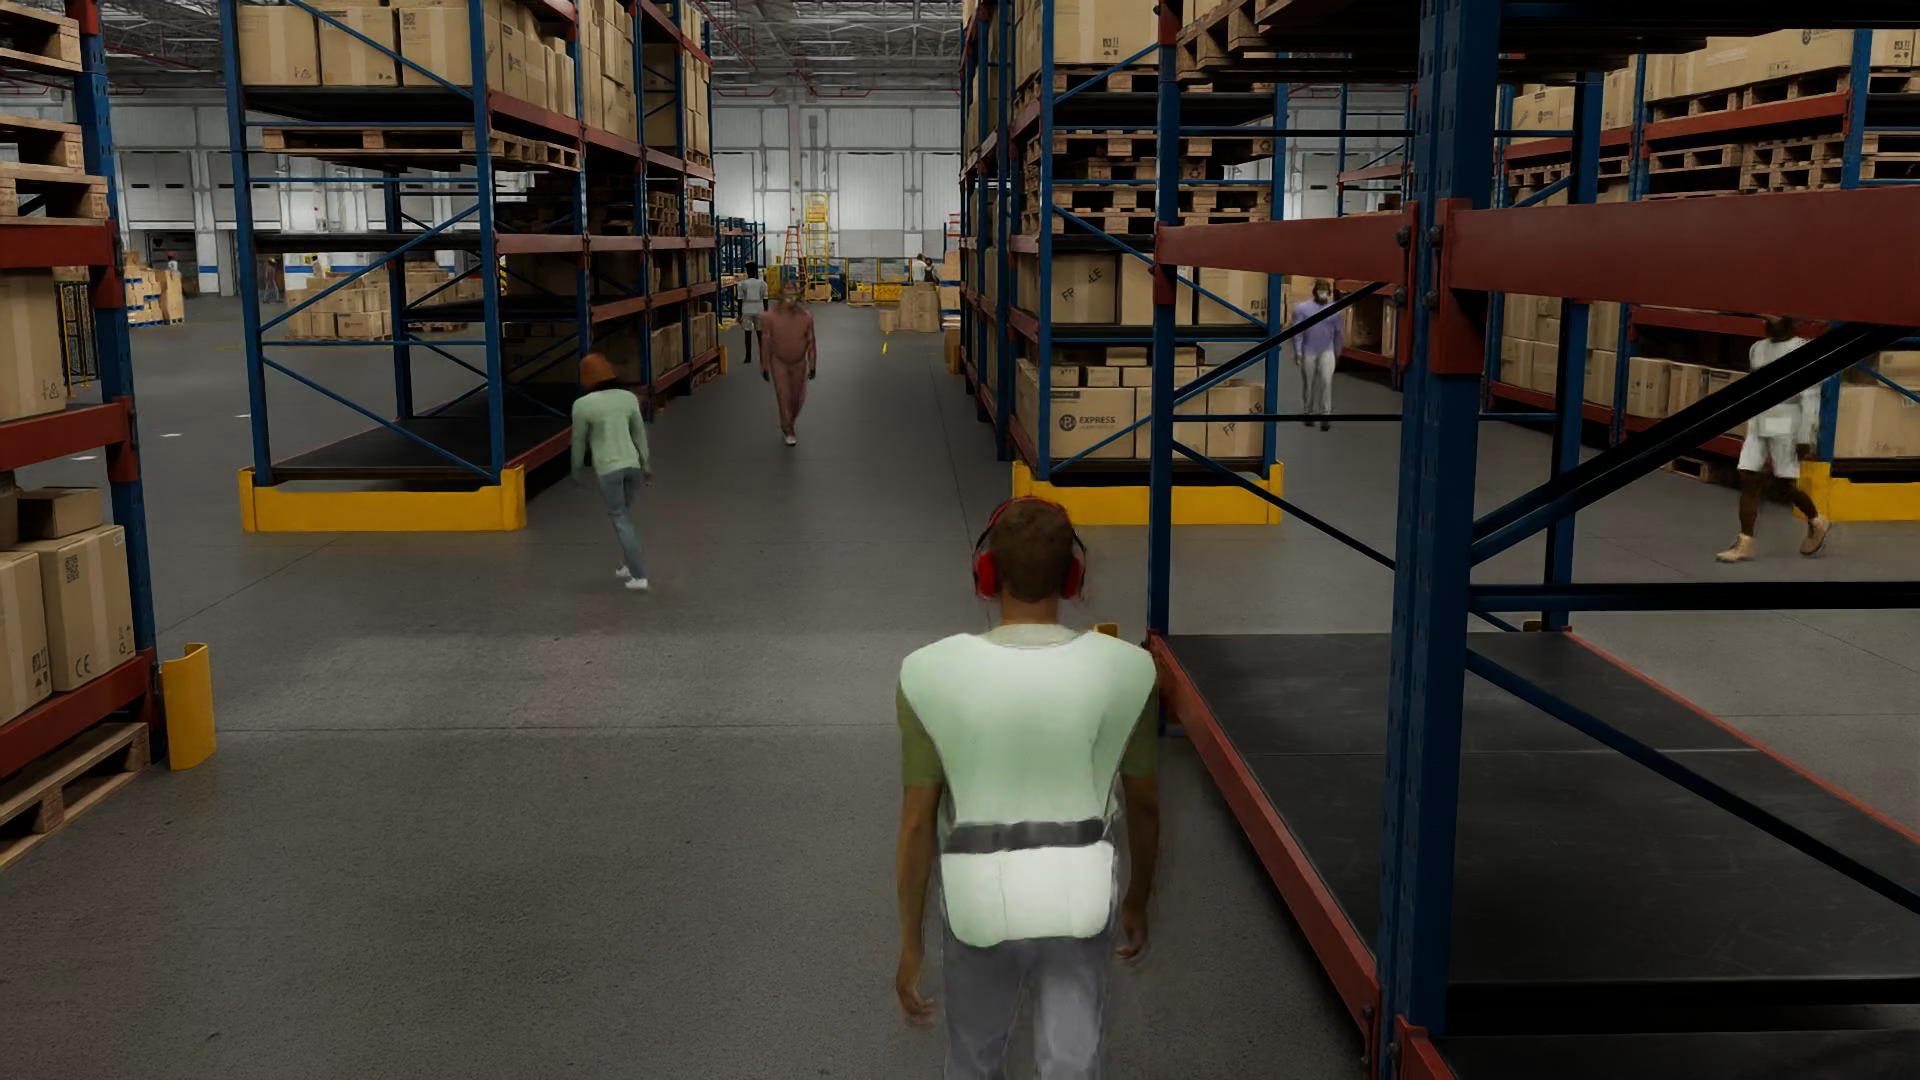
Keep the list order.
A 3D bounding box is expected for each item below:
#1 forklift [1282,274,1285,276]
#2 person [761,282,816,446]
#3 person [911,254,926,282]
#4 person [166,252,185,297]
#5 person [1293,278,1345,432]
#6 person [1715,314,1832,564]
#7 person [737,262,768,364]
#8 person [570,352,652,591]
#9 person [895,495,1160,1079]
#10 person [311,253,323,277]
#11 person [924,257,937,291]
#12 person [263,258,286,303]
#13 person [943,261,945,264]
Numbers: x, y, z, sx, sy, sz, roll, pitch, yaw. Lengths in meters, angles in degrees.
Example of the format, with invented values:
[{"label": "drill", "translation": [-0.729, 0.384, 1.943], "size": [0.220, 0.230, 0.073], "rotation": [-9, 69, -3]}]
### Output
[{"label": "forklift", "translation": [11.862, -10.074, 61.240], "size": [1.873, 2.768, 1.129], "rotation": [-1, 10, -5]}, {"label": "person", "translation": [-2.001, -2.063, 19.394], "size": [0.649, 1.883, 0.746], "rotation": [-4, 11, -20]}, {"label": "person", "translation": [-1.414, -9.069, 58.283], "size": [0.627, 1.934, 0.370], "rotation": [8, 13, 38]}, {"label": "person", "translation": [-31.921, -10.727, 67.545], "size": [0.593, 1.924, 0.569], "rotation": [3, 11, 15]}, {"label": "person", "translation": [4.486, -2.327, 20.868], "size": [0.634, 1.897, 1.006], "rotation": [1, 10, 7]}, {"label": "person", "translation": [6.010, -0.824, 12.137], "size": [0.873, 2.017, 0.617], "rotation": [-4, 11, -19]}, {"label": "person", "translation": [-3.987, -4.359, 31.957], "size": [0.609, 1.963, 0.368], "rotation": [-3, 11, -19]}, {"label": "person", "translation": [-2.365, -0.458, 11.204], "size": [0.650, 1.600, 0.509], "rotation": [8, 13, 39]}, {"label": "person", "translation": [0.143, 0.796, 3.685], "size": [0.587, 1.800, 0.922], "rotation": [-1, 10, -5]}, {"label": "person", "translation": [-26.050, -10.695, 67.378], "size": [0.396, 1.919, 0.591], "rotation": [0, 10, 1]}, {"label": "person", "translation": [-0.984, -8.361, 54.621], "size": [0.511, 1.840, 0.340], "rotation": [8, 13, 37]}, {"label": "person", "translation": [-26.152, -9.870, 63.330], "size": [0.888, 1.719, 0.552], "rotation": [-1, 10, -8]}, {"label": "person", "translation": [-0.390, -8.566, 56.147], "size": [0.893, 1.711, 0.490], "rotation": [5, 11, 27]}]
